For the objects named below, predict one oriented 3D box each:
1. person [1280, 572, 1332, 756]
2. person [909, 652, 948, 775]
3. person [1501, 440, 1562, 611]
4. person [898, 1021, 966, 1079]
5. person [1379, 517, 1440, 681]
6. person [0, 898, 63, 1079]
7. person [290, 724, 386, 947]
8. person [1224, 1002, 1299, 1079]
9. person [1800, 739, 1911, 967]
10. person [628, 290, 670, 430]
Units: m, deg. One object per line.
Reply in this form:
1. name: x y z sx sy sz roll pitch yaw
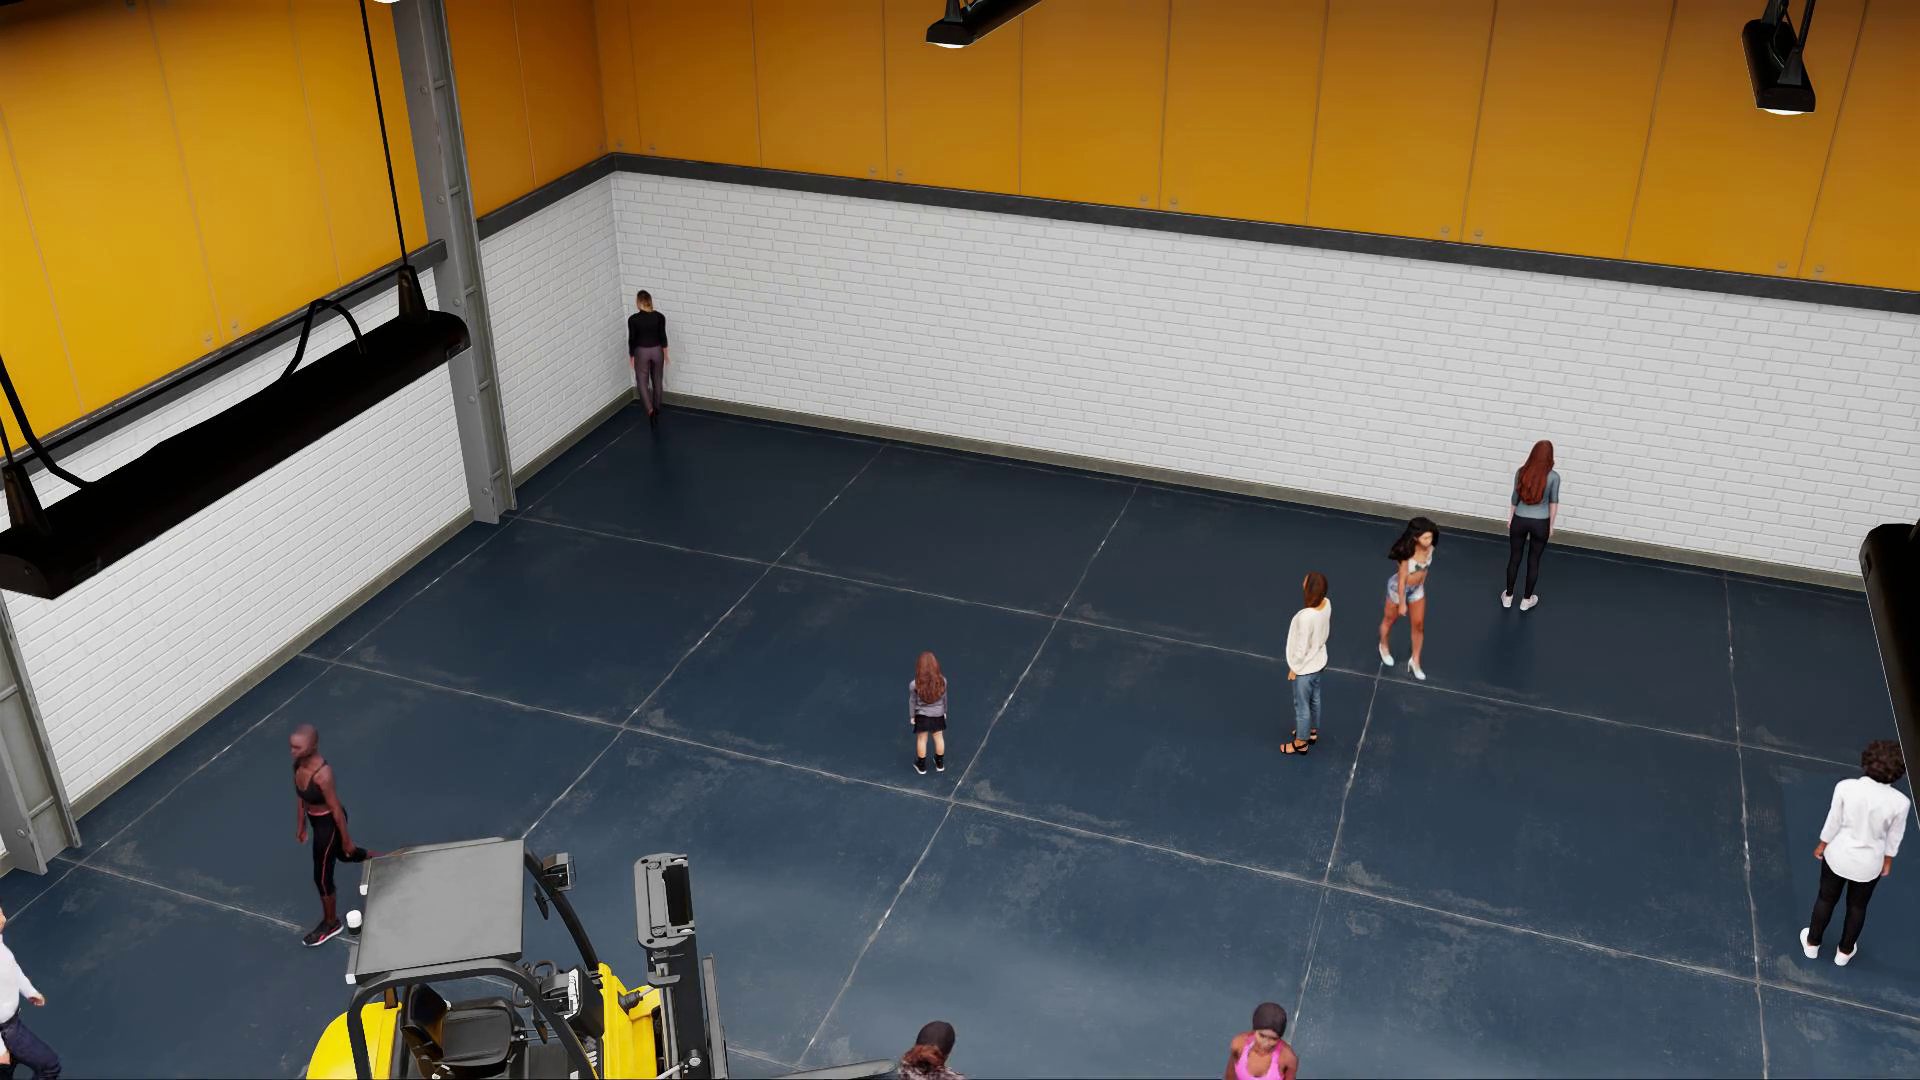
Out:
1. person: 2.853 1.002 13.599 0.739 1.682 0.574 19 34 31
2. person: -0.251 1.392 13.486 0.534 1.105 0.576 -8 30 -14
3. person: 5.364 -0.142 15.637 0.599 1.738 0.575 14 32 24
4. person: -0.198 3.399 9.204 0.754 1.682 1.084 17 33 28
5. person: 3.900 0.452 14.703 0.825 1.590 0.888 -13 31 -23
6. person: -5.832 2.909 9.927 0.949 1.851 0.886 -17 33 -28
7. person: -4.362 1.991 11.736 0.923 1.730 1.200 23 36 36
8. person: 1.717 3.215 9.535 0.590 1.687 1.073 12 31 21
9. person: 6.137 2.138 11.383 0.656 1.810 0.609 14 32 24
10. person: -3.592 -2.064 19.252 0.952 1.650 1.034 -11 30 -19
